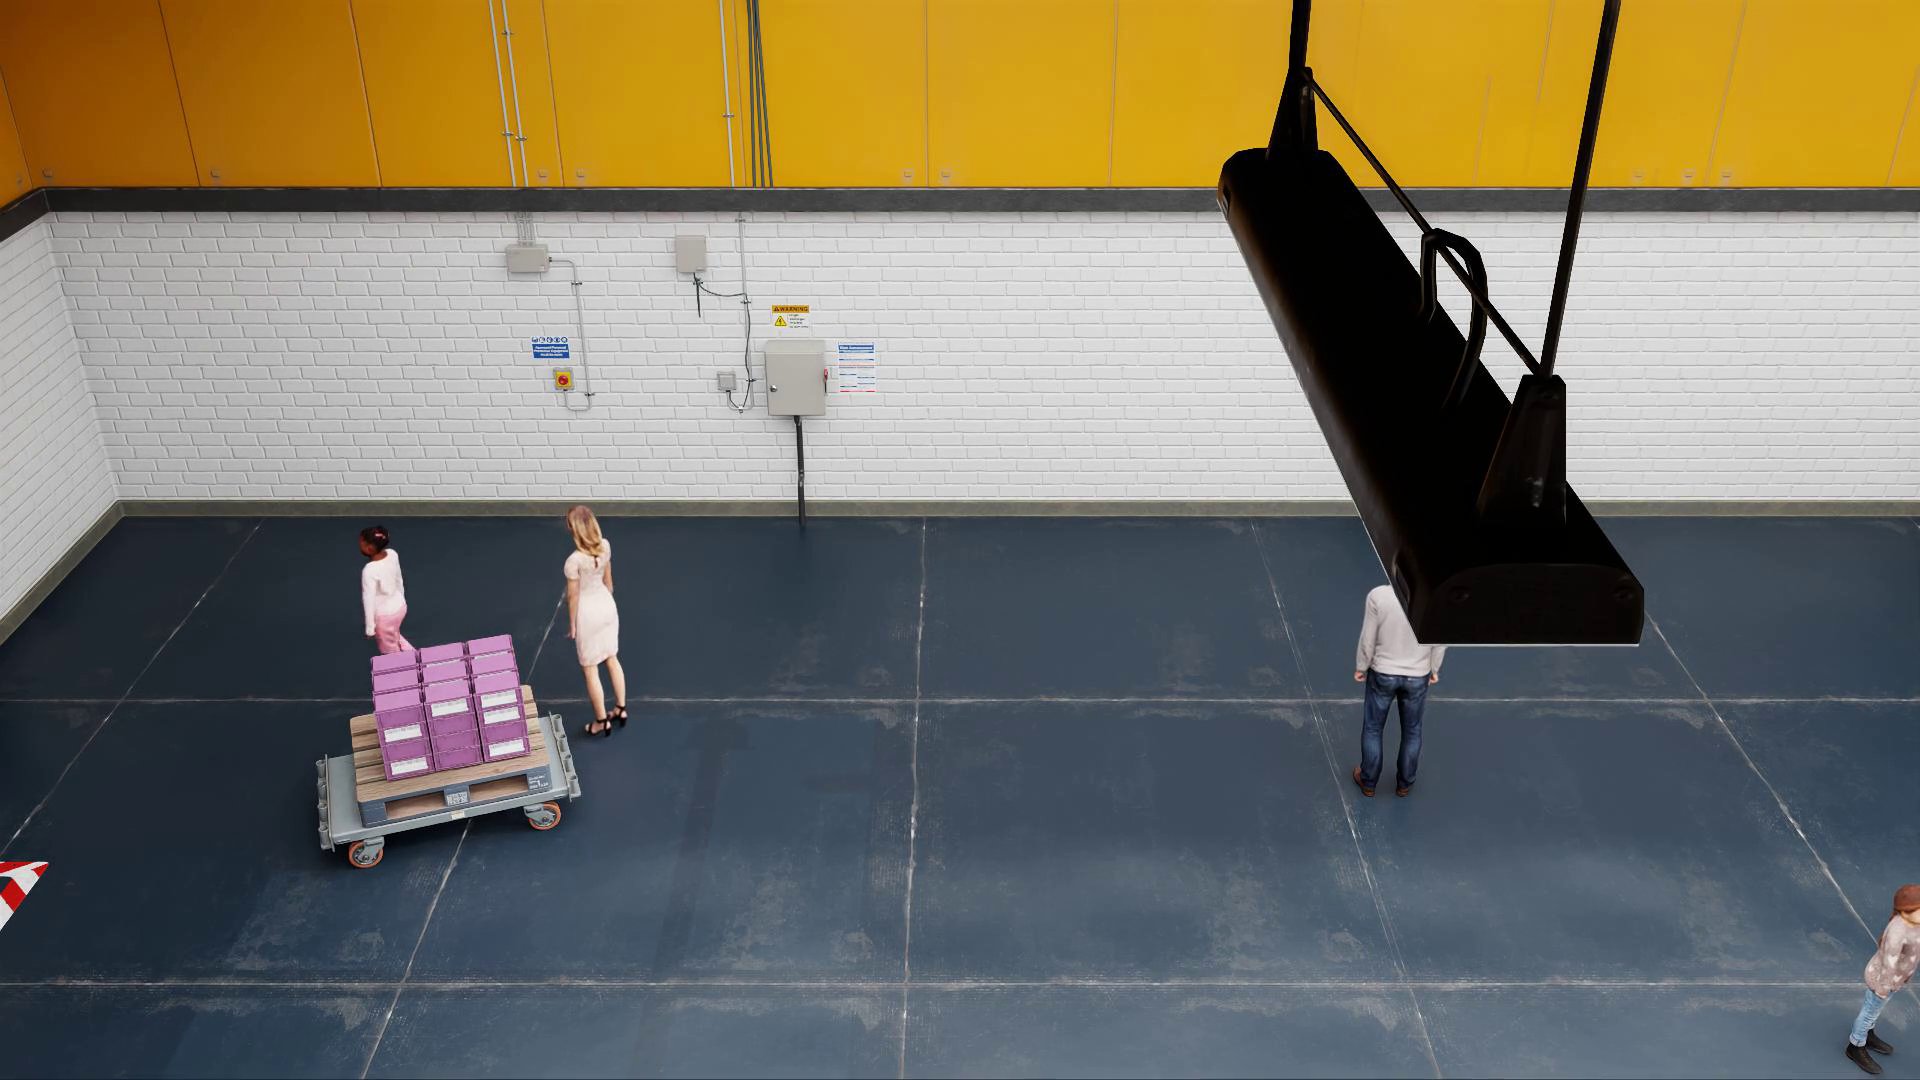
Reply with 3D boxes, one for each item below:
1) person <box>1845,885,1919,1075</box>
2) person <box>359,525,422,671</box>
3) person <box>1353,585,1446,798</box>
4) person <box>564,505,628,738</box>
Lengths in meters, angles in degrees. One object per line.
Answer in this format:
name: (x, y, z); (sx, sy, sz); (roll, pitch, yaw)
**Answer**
person: (5.104, 2.372, 9.142); (0.614, 1.194, 0.552); (25, 37, 38)
person: (-4.157, 0.529, 12.270); (0.668, 1.436, 0.628); (5, 29, 9)
person: (2.934, 0.883, 11.124); (0.758, 1.910, 0.671); (4, 29, 7)
person: (-2.578, 0.574, 11.776); (0.700, 1.829, 0.610); (19, 34, 31)
